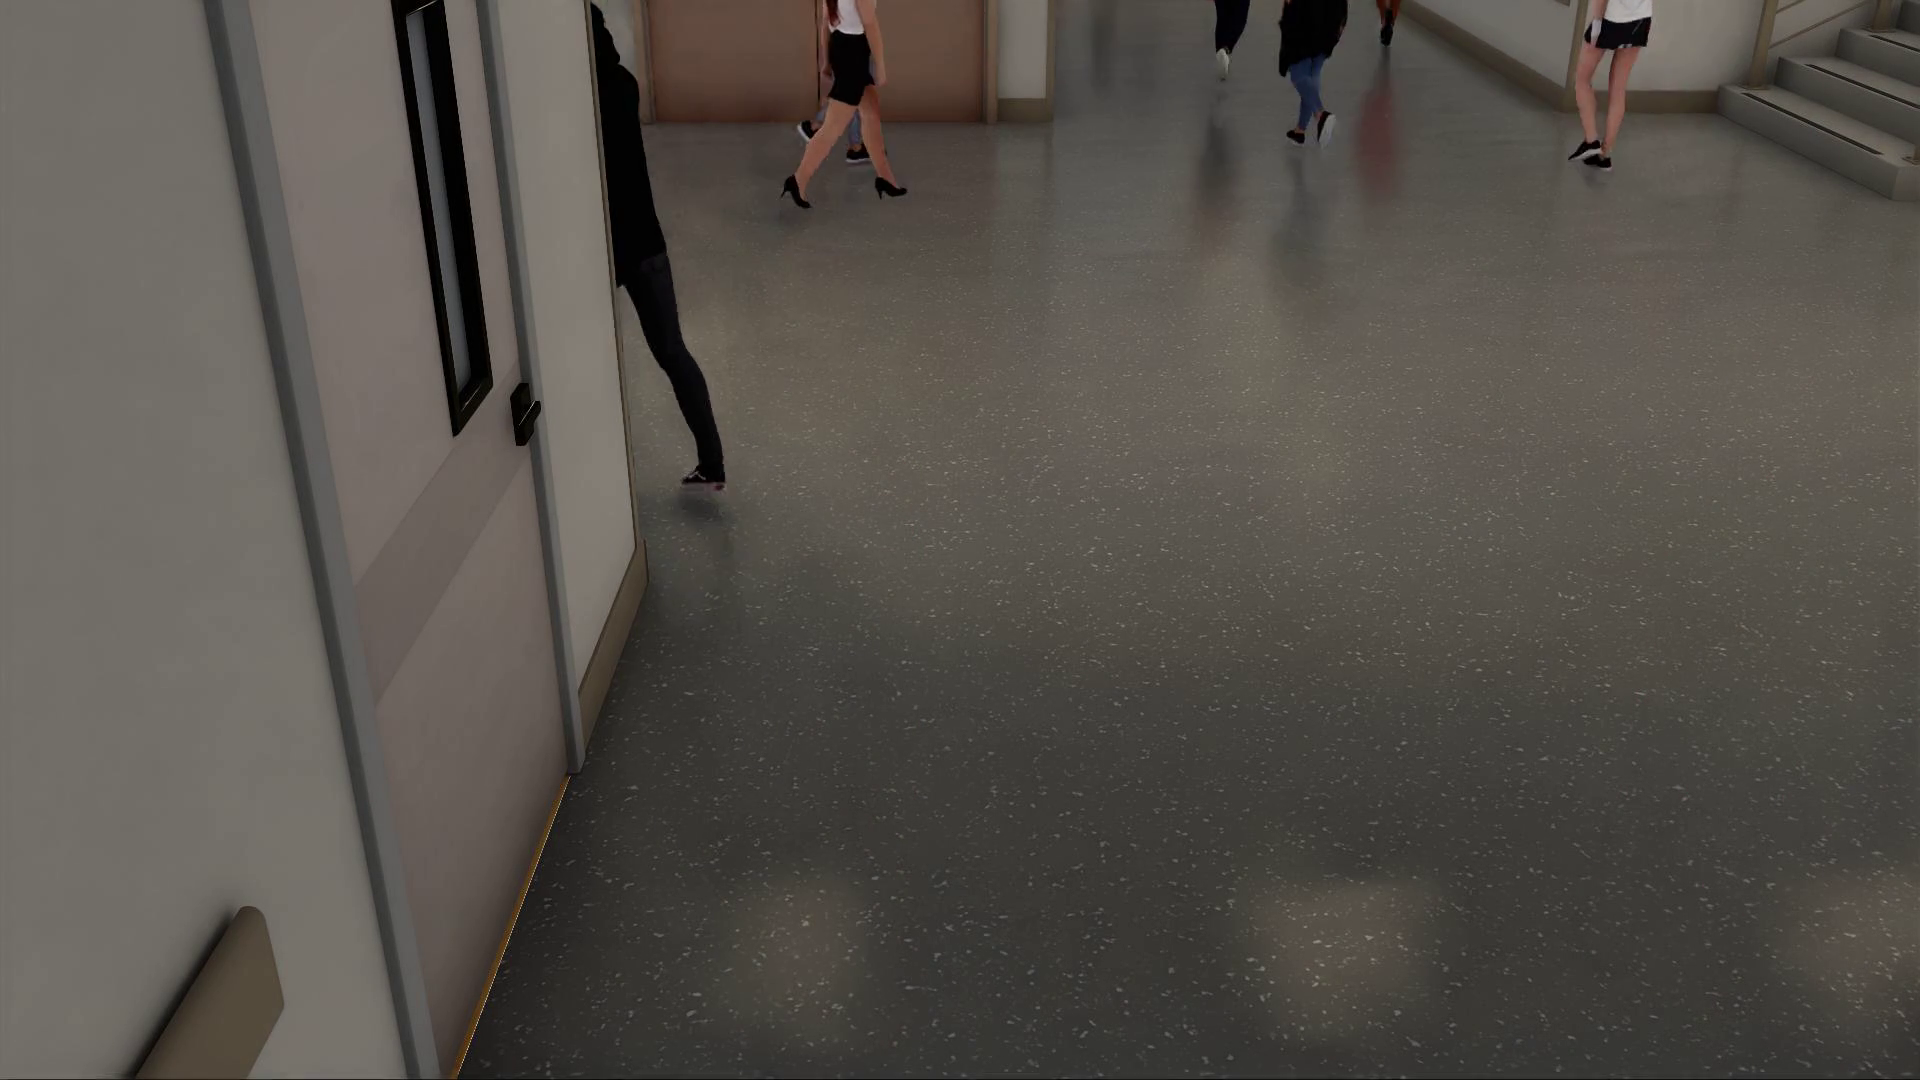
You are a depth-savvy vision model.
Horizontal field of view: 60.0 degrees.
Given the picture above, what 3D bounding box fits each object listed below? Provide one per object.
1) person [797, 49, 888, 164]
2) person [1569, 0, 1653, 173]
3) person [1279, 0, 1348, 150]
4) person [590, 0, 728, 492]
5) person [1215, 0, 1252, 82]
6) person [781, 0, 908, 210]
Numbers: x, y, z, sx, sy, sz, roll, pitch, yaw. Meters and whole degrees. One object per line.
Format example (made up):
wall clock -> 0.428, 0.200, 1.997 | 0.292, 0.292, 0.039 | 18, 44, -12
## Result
person -> -0.780, -3.191, 10.369 | 0.917, 1.708, 0.725 | -9, 27, -19
person -> 4.091, -3.114, 10.180 | 0.563, 1.735, 0.666 | -4, 26, -9
person -> 2.302, -3.291, 10.625 | 0.992, 1.666, 0.827 | -5, 26, -11
person -> -1.101, -0.965, 5.656 | 1.214, 1.779, 1.079 | 18, 31, 33
person -> 2.094, -4.338, 12.858 | 0.985, 1.611, 0.858 | 9, 27, 18
person -> -0.681, -2.609, 9.275 | 1.139, 1.610, 1.002 | -18, 31, -33
